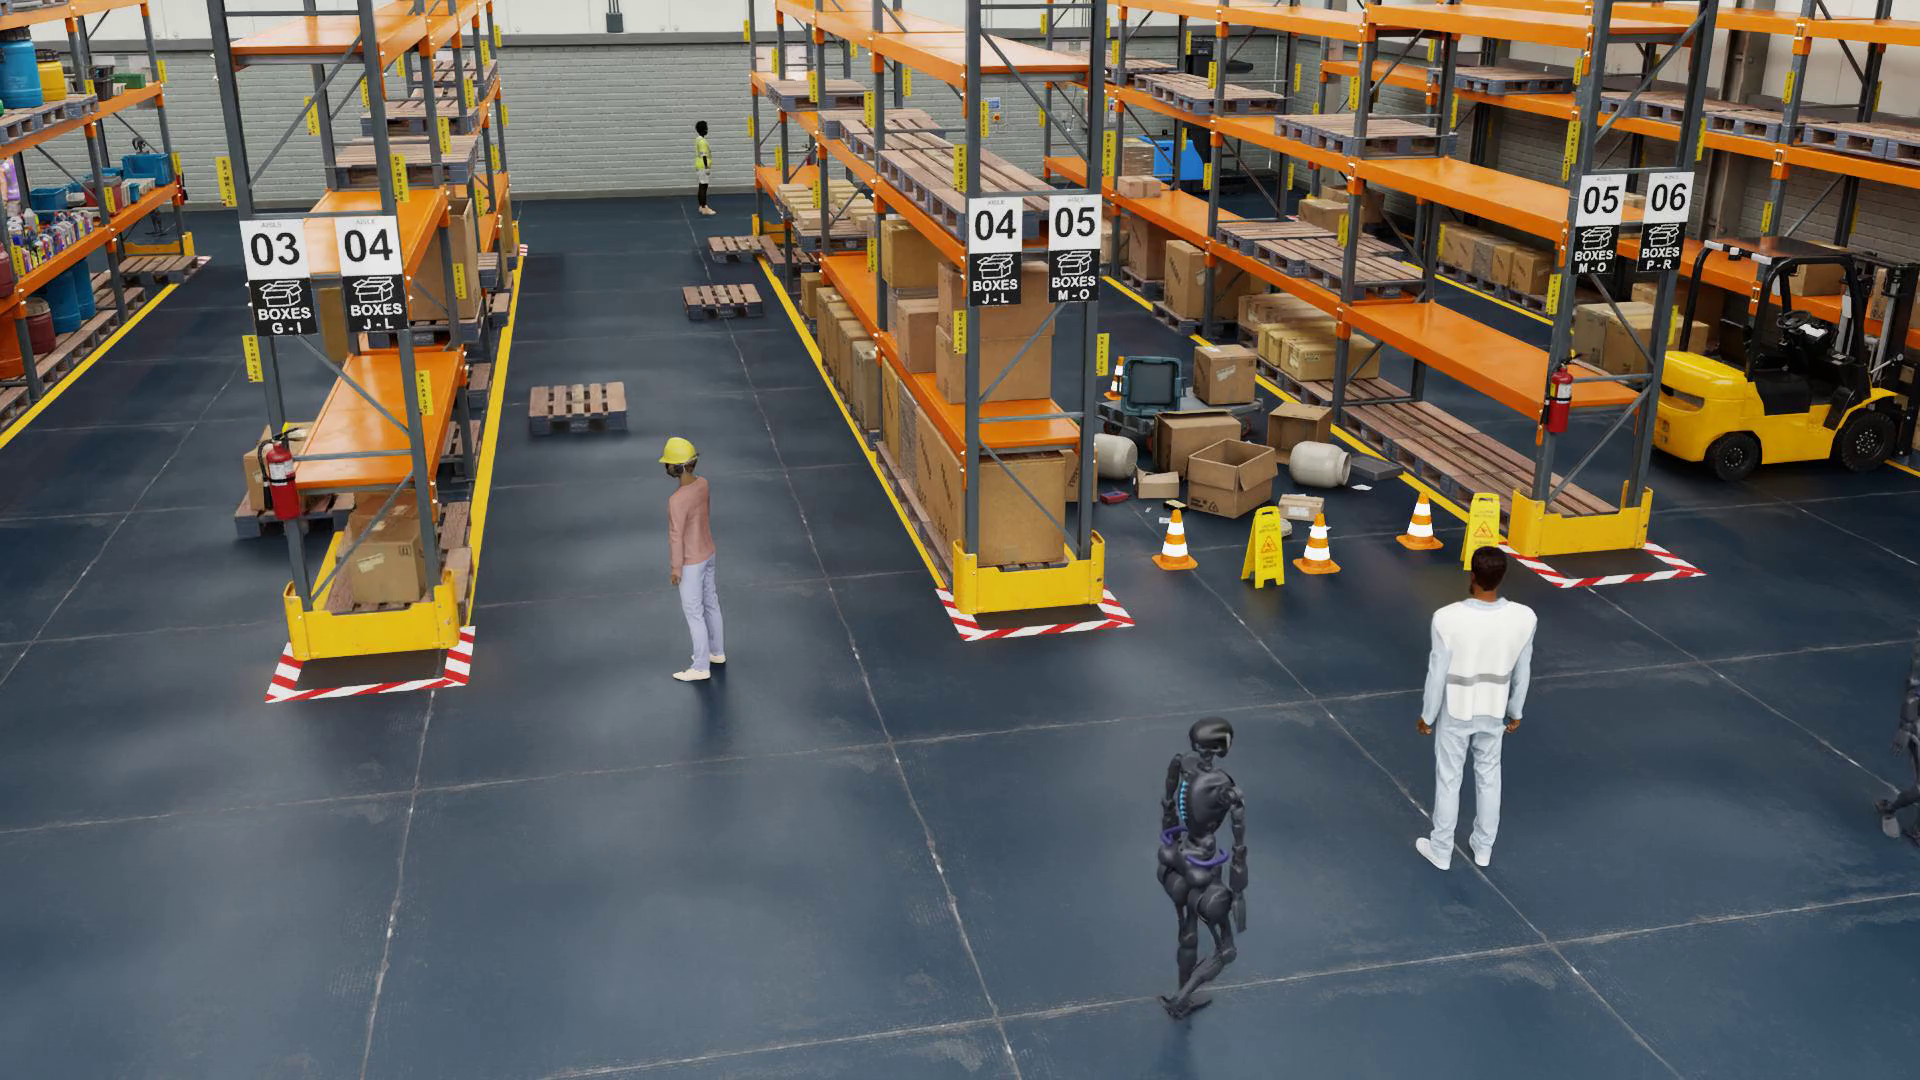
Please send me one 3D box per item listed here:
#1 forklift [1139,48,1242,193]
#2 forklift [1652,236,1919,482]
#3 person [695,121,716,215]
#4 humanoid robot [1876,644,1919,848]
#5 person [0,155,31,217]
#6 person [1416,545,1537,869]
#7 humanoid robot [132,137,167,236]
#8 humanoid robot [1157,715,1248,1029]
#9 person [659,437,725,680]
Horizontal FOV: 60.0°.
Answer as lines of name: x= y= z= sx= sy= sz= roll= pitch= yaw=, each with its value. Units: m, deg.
forklift: x=4.566 y=-8.313 z=32.860 sx=1.873 sy=2.768 sz=1.129 roll=-4 pitch=21 yaw=-12
forklift: x=8.013 y=-1.814 z=16.330 sx=2.313 sy=2.155 sz=1.214 roll=-4 pitch=21 yaw=-12
person: x=-4.709 y=-6.843 z=30.573 sx=0.318 sy=1.699 sz=0.534 roll=-7 pitch=21 yaw=-17
humanoid robot: x=5.600 y=1.005 z=9.484 sx=0.607 sy=1.647 sz=0.349 roll=-4 pitch=21 yaw=-10
person: x=-15.348 y=-5.544 z=27.097 sx=0.348 sy=1.688 sz=0.490 roll=11 pitch=23 yaw=26
person: x=2.864 y=0.948 z=9.284 sx=0.598 sy=1.917 sz=0.377 roll=-2 pitch=20 yaw=-6
humanoid robot: x=-13.901 y=-6.052 z=28.456 sx=0.315 sy=1.657 sz=0.599 roll=-17 pitch=26 yaw=-38
humanoid robot: x=1.087 y=1.584 z=7.921 sx=0.435 sy=1.651 sz=0.599 roll=-13 pitch=24 yaw=-31
person: x=-1.911 y=0.126 z=11.728 sx=0.348 sy=1.759 sz=0.521 roll=6 pitch=21 yaw=14
